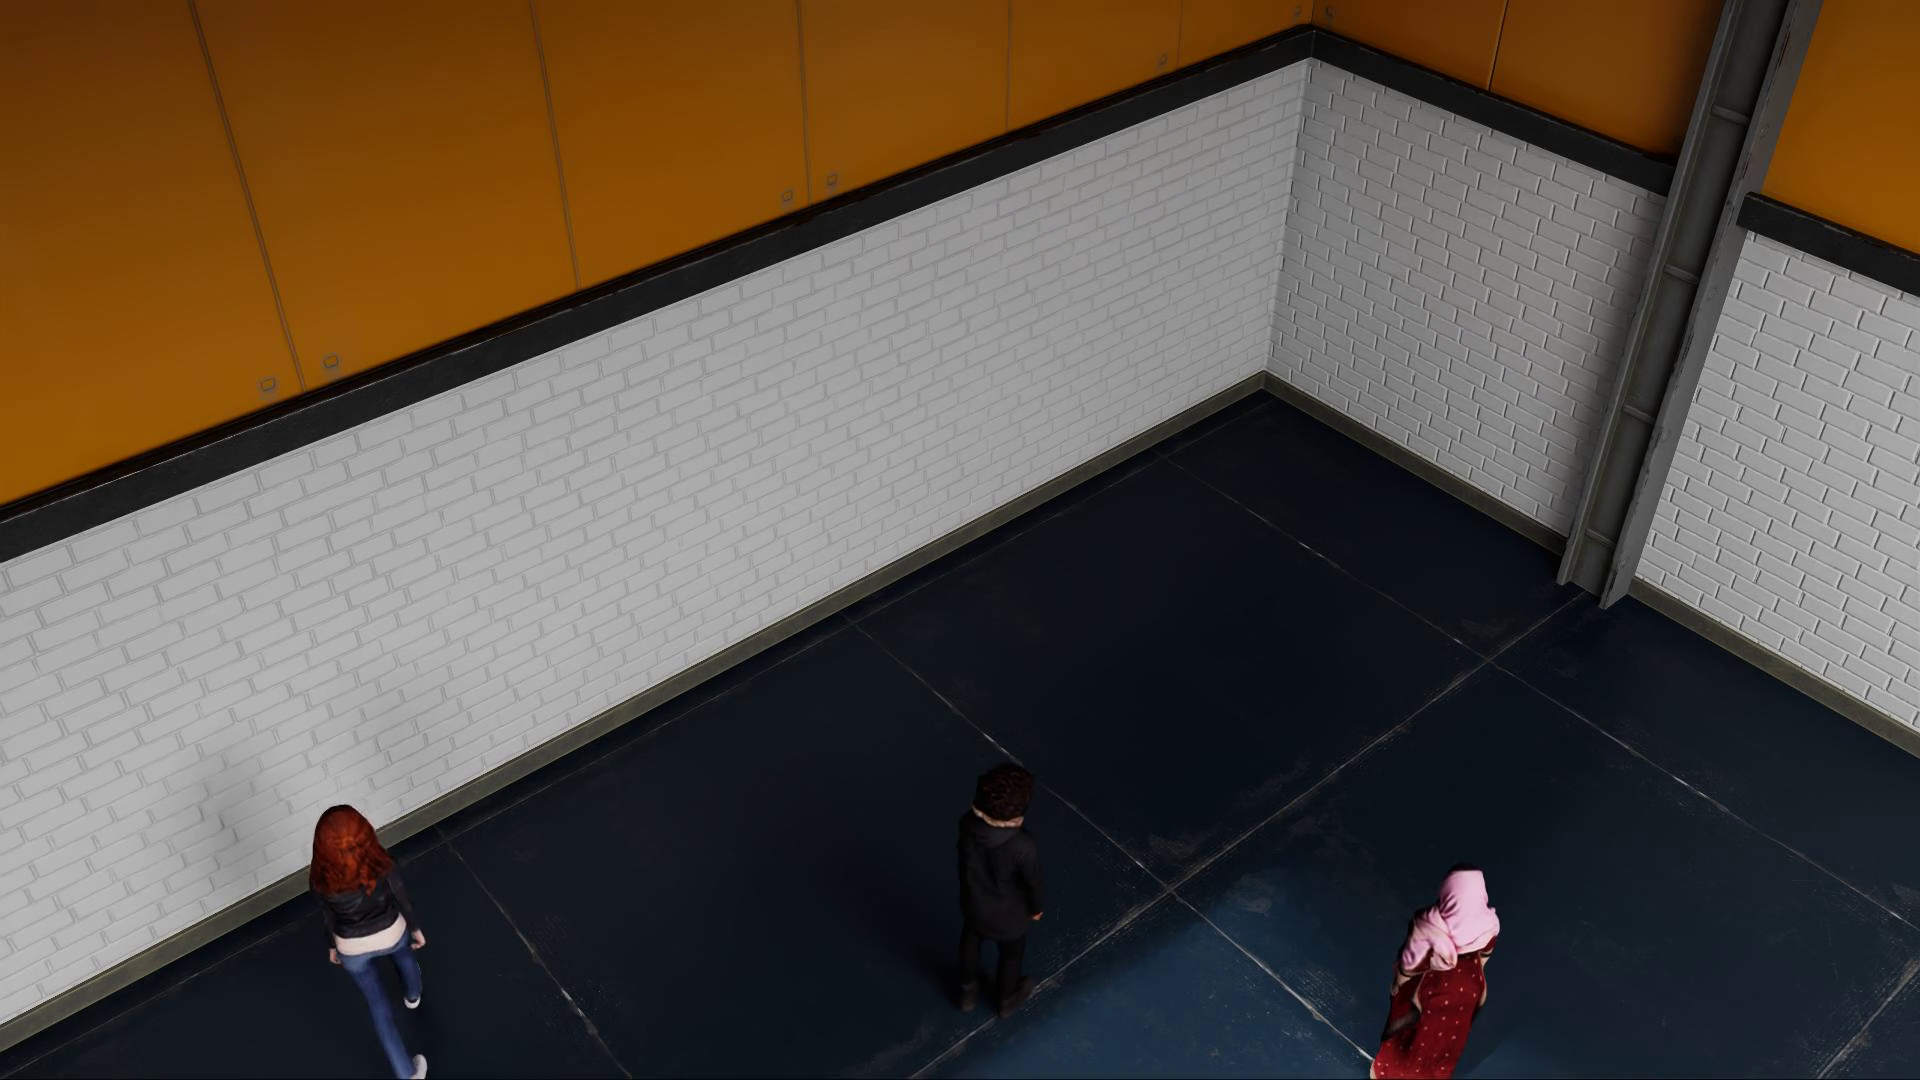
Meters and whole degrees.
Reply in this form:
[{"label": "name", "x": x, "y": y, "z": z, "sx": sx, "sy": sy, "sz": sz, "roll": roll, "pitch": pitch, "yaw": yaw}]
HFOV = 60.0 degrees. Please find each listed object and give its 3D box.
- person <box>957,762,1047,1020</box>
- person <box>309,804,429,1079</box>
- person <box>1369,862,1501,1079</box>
[{"label": "person", "x": 0.157, "y": 1.795, "z": 8.334, "sx": 0.664, "sy": 1.770, "sz": 0.783, "roll": 21, "pitch": 43, "yaw": 24}, {"label": "person", "x": -2.847, "y": 1.971, "z": 8.124, "sx": 0.883, "sy": 1.756, "sz": 1.158, "roll": -13, "pitch": 40, "yaw": -15}, {"label": "person", "x": 2.316, "y": 2.132, "z": 8.018, "sx": 0.765, "sy": 1.638, "sz": 0.783, "roll": -4, "pitch": 39, "yaw": -6}]
